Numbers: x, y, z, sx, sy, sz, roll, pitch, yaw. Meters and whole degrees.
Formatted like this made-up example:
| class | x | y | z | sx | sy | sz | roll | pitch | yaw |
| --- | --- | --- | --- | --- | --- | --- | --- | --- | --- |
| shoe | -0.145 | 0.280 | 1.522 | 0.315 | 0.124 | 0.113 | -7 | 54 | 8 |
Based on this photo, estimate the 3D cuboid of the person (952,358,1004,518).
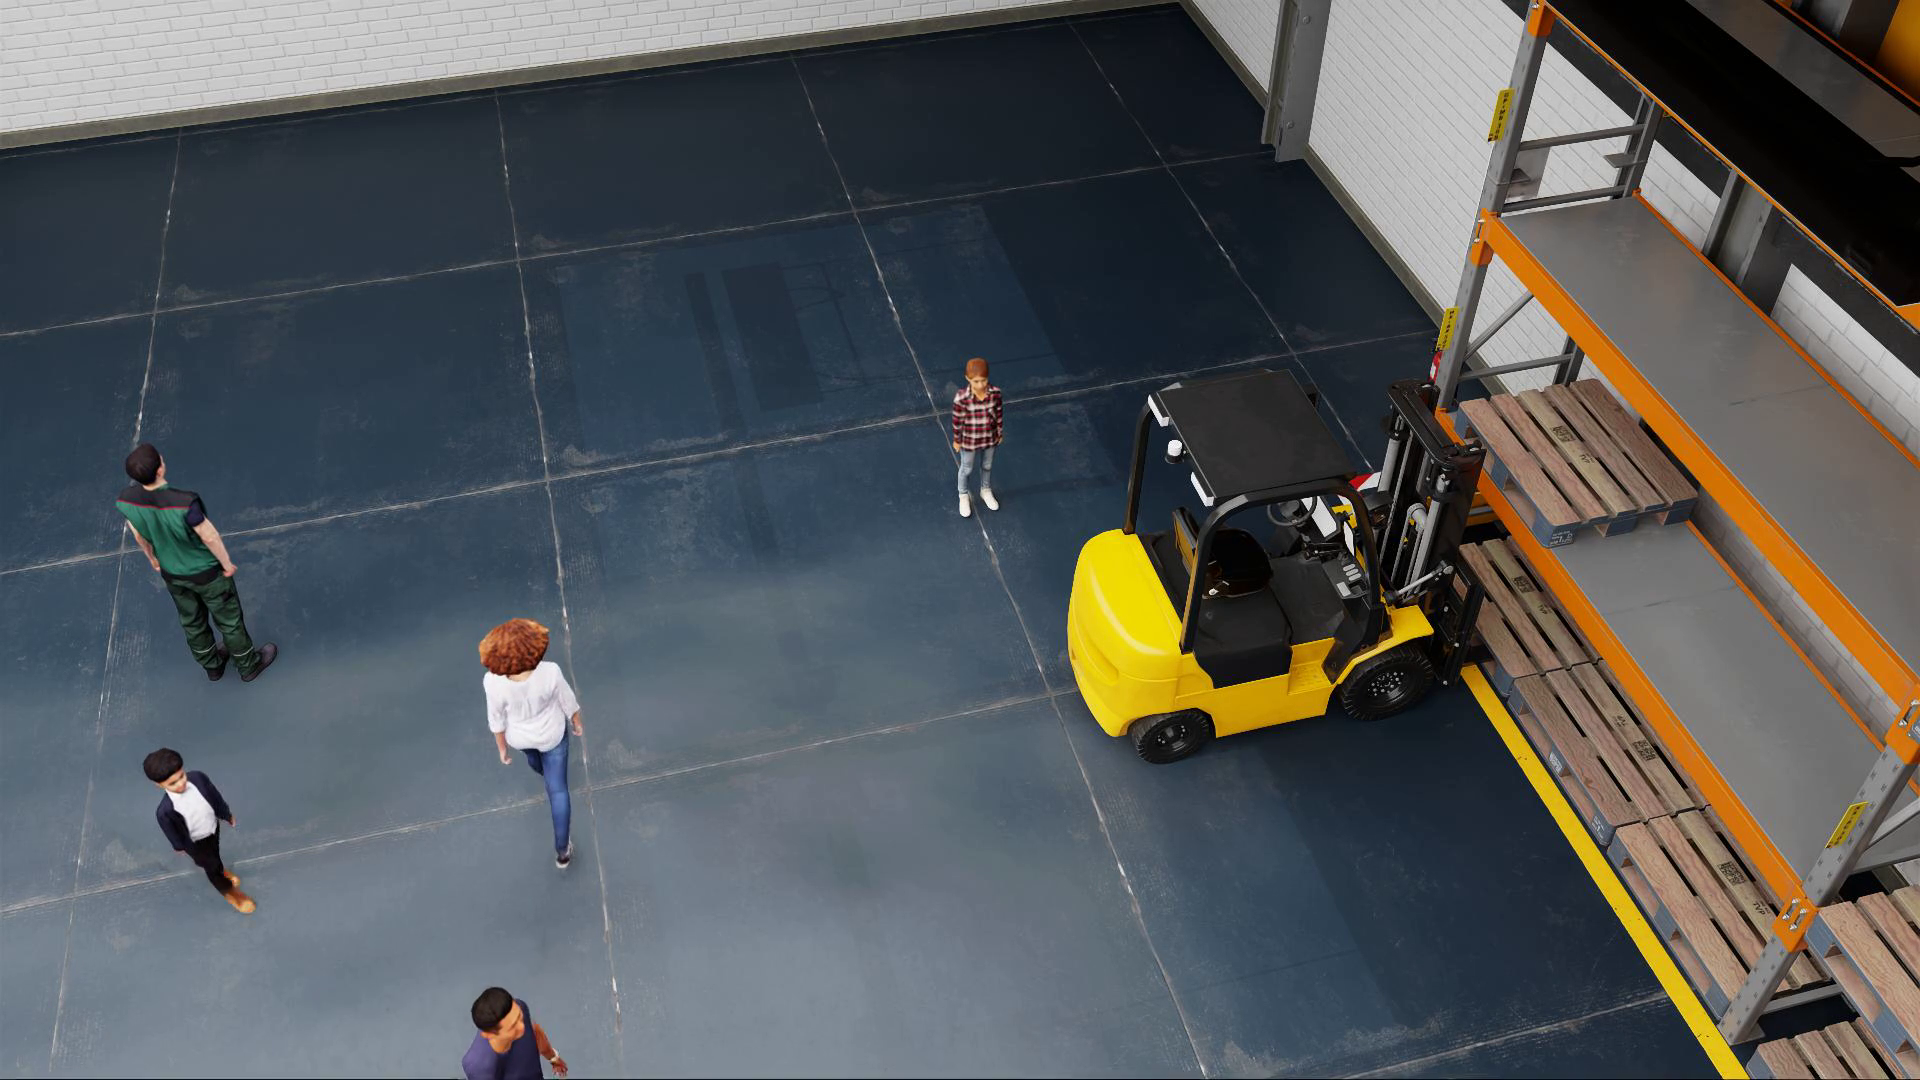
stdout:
| class | x | y | z | sx | sy | sz | roll | pitch | yaw |
| --- | --- | --- | --- | --- | --- | --- | --- | --- | --- |
| person | 0.127 | -0.751 | 11.783 | 0.543 | 1.305 | 0.524 | -14 | 45 | -14 |

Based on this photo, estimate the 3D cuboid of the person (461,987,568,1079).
| class | x | y | z | sx | sy | sz | roll | pitch | yaw |
| --- | --- | --- | --- | --- | --- | --- | --- | --- | --- |
| person | -2.170 | 2.631 | 7.892 | 0.789 | 1.777 | 0.665 | 4 | 44 | 4 |

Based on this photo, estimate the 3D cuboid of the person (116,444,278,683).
| class | x | y | z | sx | sy | sz | roll | pitch | yaw |
| --- | --- | --- | --- | --- | --- | --- | --- | --- | --- |
| person | -4.809 | 0.156 | 10.400 | 0.754 | 1.901 | 0.705 | 4 | 44 | 4 |

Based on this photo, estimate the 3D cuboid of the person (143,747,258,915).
| class | x | y | z | sx | sy | sz | roll | pitch | yaw |
| --- | --- | --- | --- | --- | --- | --- | --- | --- | --- |
| person | -4.355 | 1.585 | 9.399 | 0.758 | 1.213 | 0.711 | 17 | 46 | 17 |

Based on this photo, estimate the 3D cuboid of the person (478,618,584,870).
| class | x | y | z | sx | sy | sz | roll | pitch | yaw |
| --- | --- | --- | --- | --- | --- | --- | --- | --- | --- |
| person | -2.416 | 1.166 | 9.505 | 0.759 | 1.674 | 1.187 | -5 | 44 | -6 |
